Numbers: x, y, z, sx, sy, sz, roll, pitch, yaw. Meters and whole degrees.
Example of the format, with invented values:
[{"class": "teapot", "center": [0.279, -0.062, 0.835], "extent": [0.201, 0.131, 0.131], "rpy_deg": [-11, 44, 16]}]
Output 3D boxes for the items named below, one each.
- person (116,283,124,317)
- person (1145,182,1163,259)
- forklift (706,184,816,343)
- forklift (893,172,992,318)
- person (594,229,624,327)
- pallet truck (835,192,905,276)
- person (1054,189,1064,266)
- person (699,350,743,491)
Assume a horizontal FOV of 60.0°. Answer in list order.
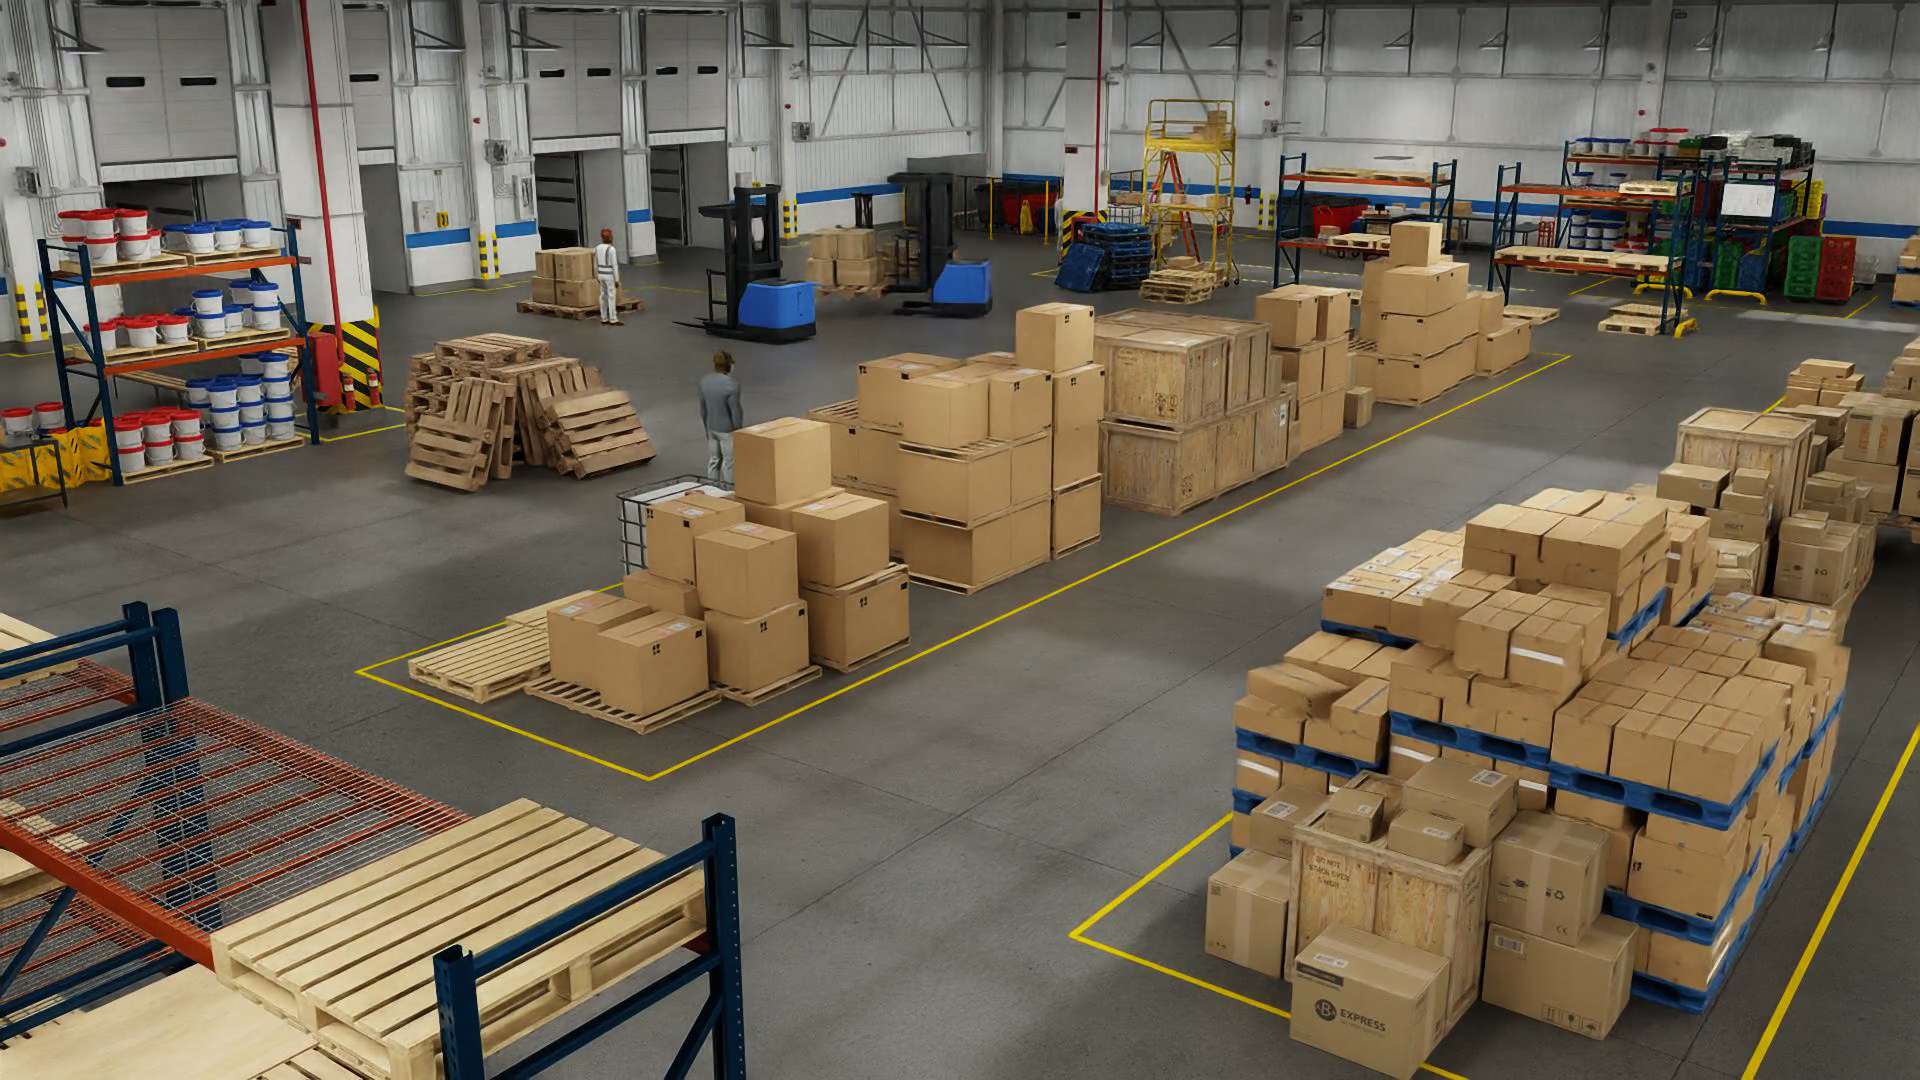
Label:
[{"class": "person", "center": [-14.578, -4.022, 29.237], "extent": [0.522, 1.628, 0.377], "rpy_deg": [12, 21, 35]}, {"class": "person", "center": [4.935, -8.128, 42.294], "extent": [0.547, 1.938, 0.379], "rpy_deg": [13, 21, 36]}, {"class": "forklift", "center": [-3.717, -5.181, 30.929], "extent": [1.873, 2.768, 1.129], "rpy_deg": [12, 21, 35]}, {"class": "forklift", "center": [-0.332, -5.964, 33.522], "extent": [1.873, 2.768, 1.129], "rpy_deg": [3, 17, 10]}, {"class": "person", "center": [-6.839, -5.080, 32.297], "extent": [0.574, 1.881, 0.358], "rpy_deg": [13, 21, 36]}, {"class": "pallet truck", "center": [-1.936, -7.159, 38.982], "extent": [1.885, 1.965, 0.823], "rpy_deg": [-12, 21, -34]}, {"class": "person", "center": [2.596, -7.680, 40.815], "extent": [0.628, 1.936, 0.375], "rpy_deg": [13, 21, 36]}, {"class": "person", "center": [-2.791, -1.275, 19.599], "extent": [0.628, 1.939, 0.375], "rpy_deg": [13, 21, 36]}]
